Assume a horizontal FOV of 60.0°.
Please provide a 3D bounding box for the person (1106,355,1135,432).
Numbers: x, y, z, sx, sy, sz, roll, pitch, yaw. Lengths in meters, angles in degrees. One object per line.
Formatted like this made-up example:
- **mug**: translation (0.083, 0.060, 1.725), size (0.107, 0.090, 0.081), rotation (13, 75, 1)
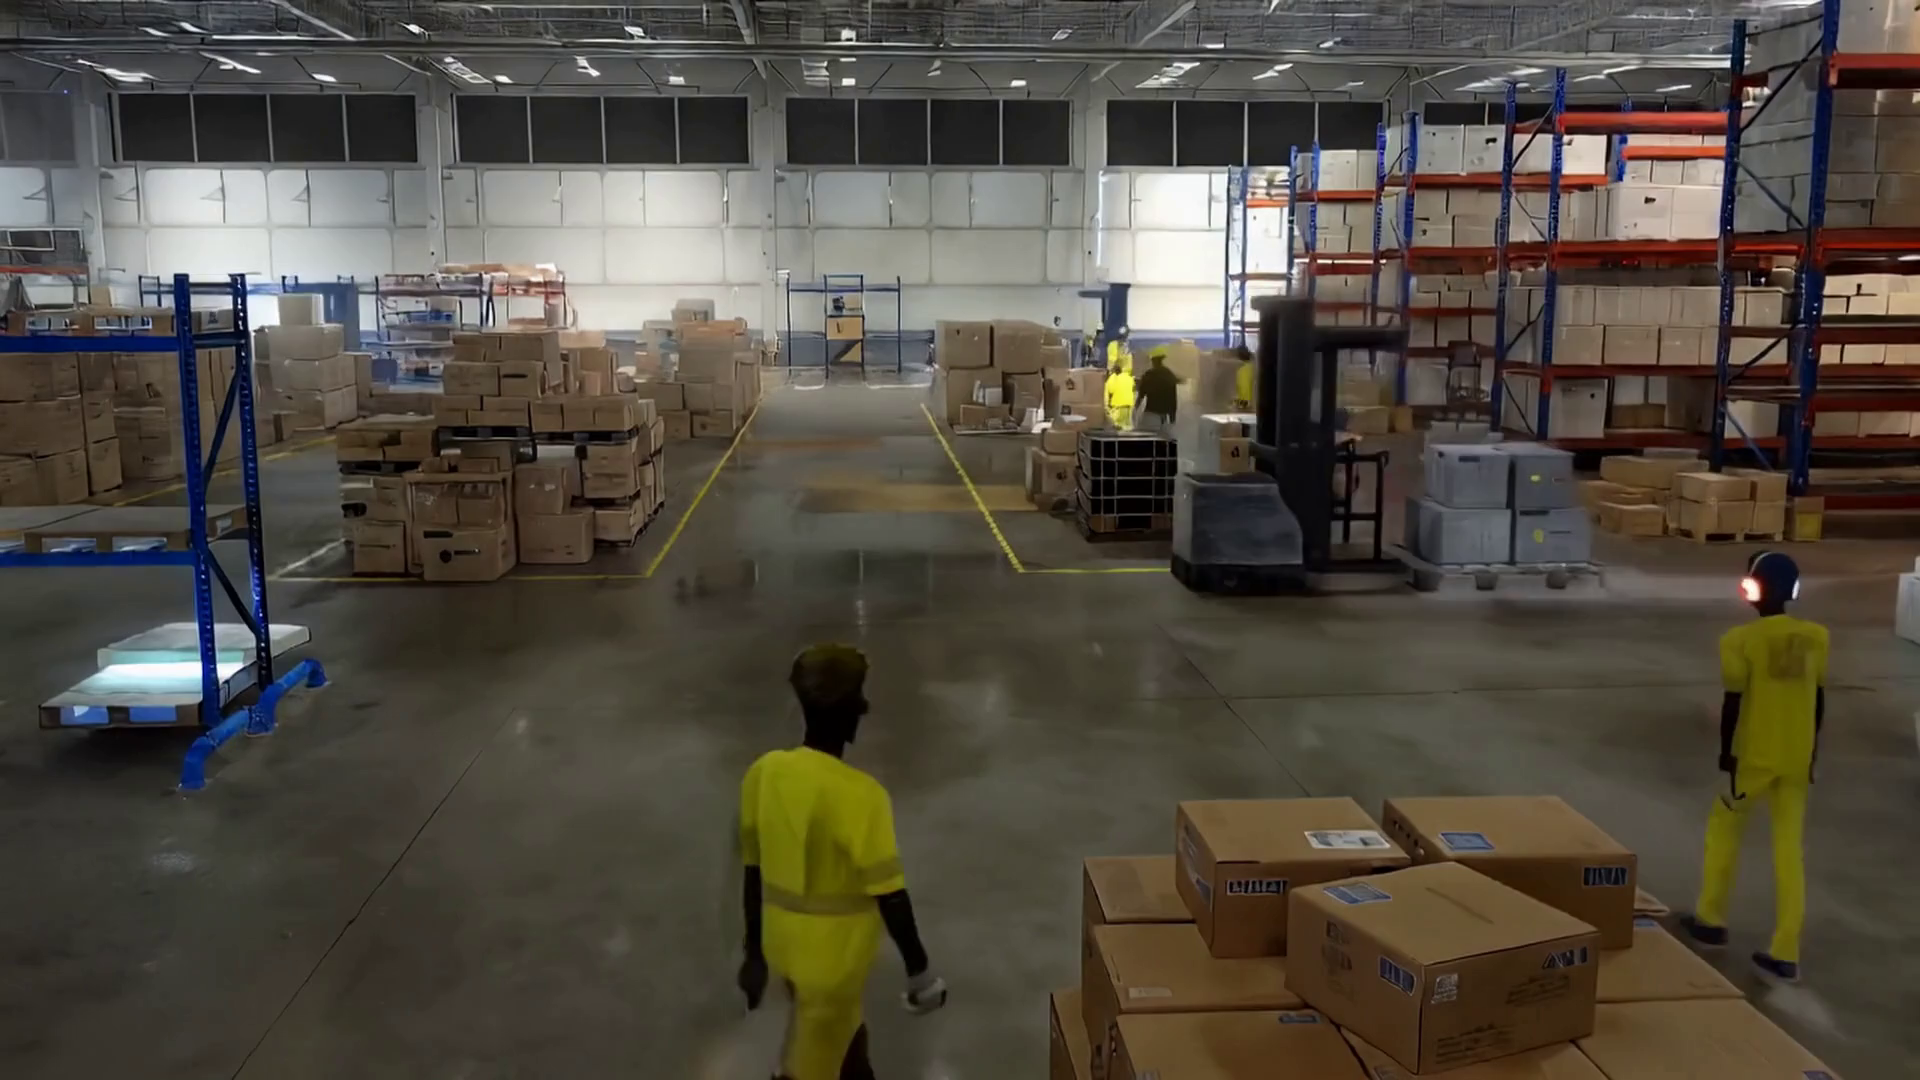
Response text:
- **person**: translation (2.670, -2.233, 27.766), size (0.532, 1.693, 0.319), rotation (-5, 11, -30)

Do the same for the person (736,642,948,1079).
- **person**: translation (-0.364, 1.256, 5.161), size (1.033, 1.906, 0.612), rotation (-7, 11, -37)

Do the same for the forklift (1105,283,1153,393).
- **forklift**: translation (4.055, -5.154, 42.395), size (1.873, 2.768, 1.129), rotation (-1, 9, -4)

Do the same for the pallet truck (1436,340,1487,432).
- **pallet truck**: translation (8.004, -2.170, 26.422), size (0.823, 1.965, 1.885), rotation (2, 9, 14)

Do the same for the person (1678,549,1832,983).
- **person**: translation (3.524, 0.955, 7.306), size (0.541, 1.841, 0.761), rotation (0, 9, -1)

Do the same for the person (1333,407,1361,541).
- **person**: translation (4.035, -0.622, 17.914), size (0.507, 1.608, 0.789), rotation (4, 10, 22)

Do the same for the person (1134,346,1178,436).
- **person**: translation (2.922, -1.959, 25.262), size (0.617, 1.946, 0.985), rotation (-5, 11, -31)

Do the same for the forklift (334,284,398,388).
- **forklift**: translation (-14.119, -4.536, 38.510), size (1.873, 2.768, 1.129), rotation (-1, 9, -4)

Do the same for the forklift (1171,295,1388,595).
- **forklift**: translation (3.057, -0.940, 15.934), size (1.873, 2.768, 1.129), rotation (-1, 9, -4)

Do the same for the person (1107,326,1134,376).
- **person**: translation (3.606, -3.814, 37.060), size (0.566, 1.888, 0.951), rotation (-1, 9, -7)

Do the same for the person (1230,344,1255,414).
- **person**: translation (4.906, -2.502, 29.042), size (0.477, 1.828, 0.630), rotation (0, 9, -3)
